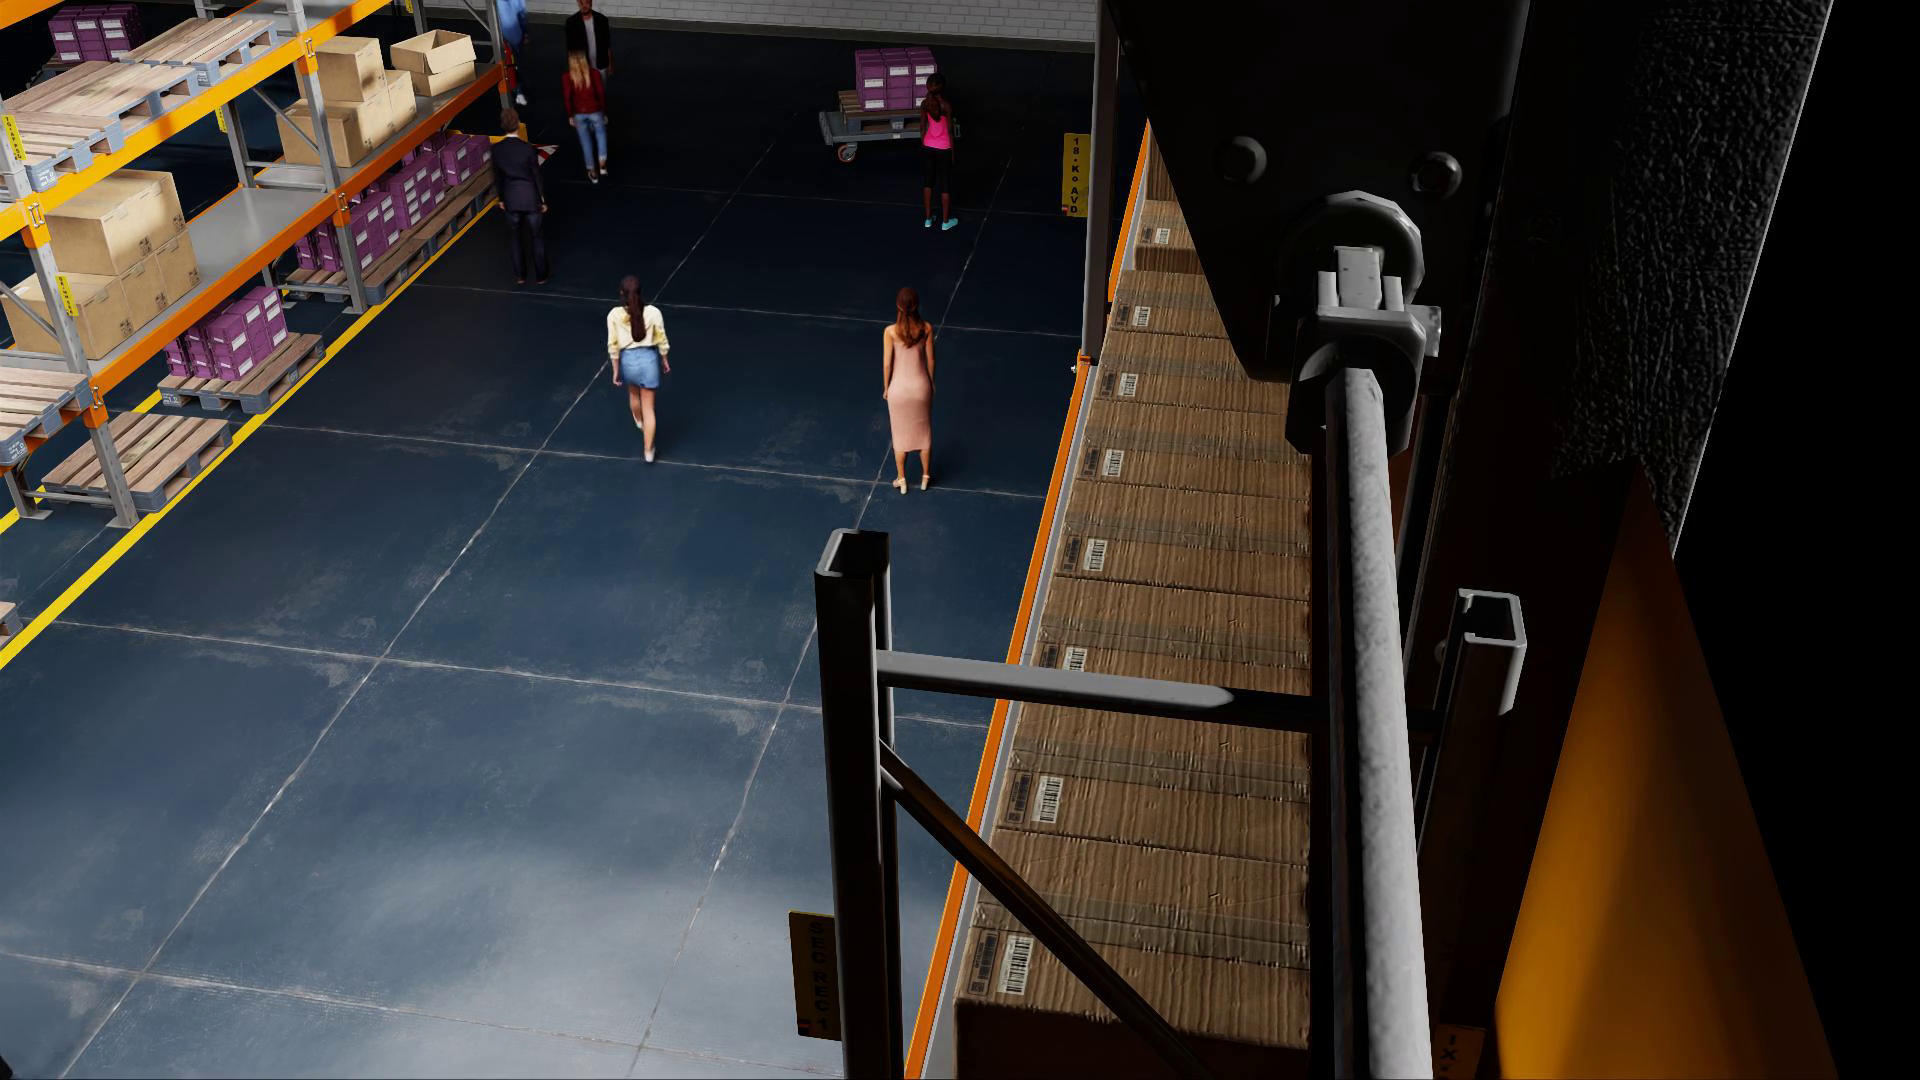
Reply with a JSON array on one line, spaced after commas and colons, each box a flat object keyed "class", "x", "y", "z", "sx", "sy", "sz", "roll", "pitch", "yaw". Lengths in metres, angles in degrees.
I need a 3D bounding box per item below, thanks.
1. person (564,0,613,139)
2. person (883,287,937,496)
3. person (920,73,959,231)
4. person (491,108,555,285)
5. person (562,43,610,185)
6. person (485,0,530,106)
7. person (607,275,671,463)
[{"class": "person", "x": -4.572, "y": -5.925, "z": 20.589, "sx": 0.854, "sy": 1.806, "sz": 0.899, "roll": -8, "pitch": 34, "yaw": -12}, {"class": "person", "x": -0.405, "y": -1.207, "z": 13.469, "sx": 0.652, "sy": 1.831, "sz": 0.634, "roll": -6, "pitch": 34, "yaw": -9}, {"class": "person", "x": -0.249, "y": -4.241, "z": 18.131, "sx": 0.616, "sy": 1.723, "sz": 0.631, "roll": 16, "pitch": 37, "yaw": 22}, {"class": "person", "x": -4.469, "y": -3.484, "z": 16.913, "sx": 0.661, "sy": 1.811, "sz": 0.572, "roll": 5, "pitch": 34, "yaw": 7}, {"class": "person", "x": -4.289, "y": -4.896, "z": 19.206, "sx": 0.729, "sy": 1.624, "sz": 0.754, "roll": -11, "pitch": 35, "yaw": -16}, {"class": "person", "x": -5.813, "y": -6.495, "z": 21.482, "sx": 1.133, "sy": 1.768, "sz": 1.226, "roll": -18, "pitch": 38, "yaw": -25}, {"class": "person", "x": -2.690, "y": -1.407, "z": 13.979, "sx": 0.879, "sy": 1.599, "sz": 1.113, "roll": -5, "pitch": 34, "yaw": -8}]
